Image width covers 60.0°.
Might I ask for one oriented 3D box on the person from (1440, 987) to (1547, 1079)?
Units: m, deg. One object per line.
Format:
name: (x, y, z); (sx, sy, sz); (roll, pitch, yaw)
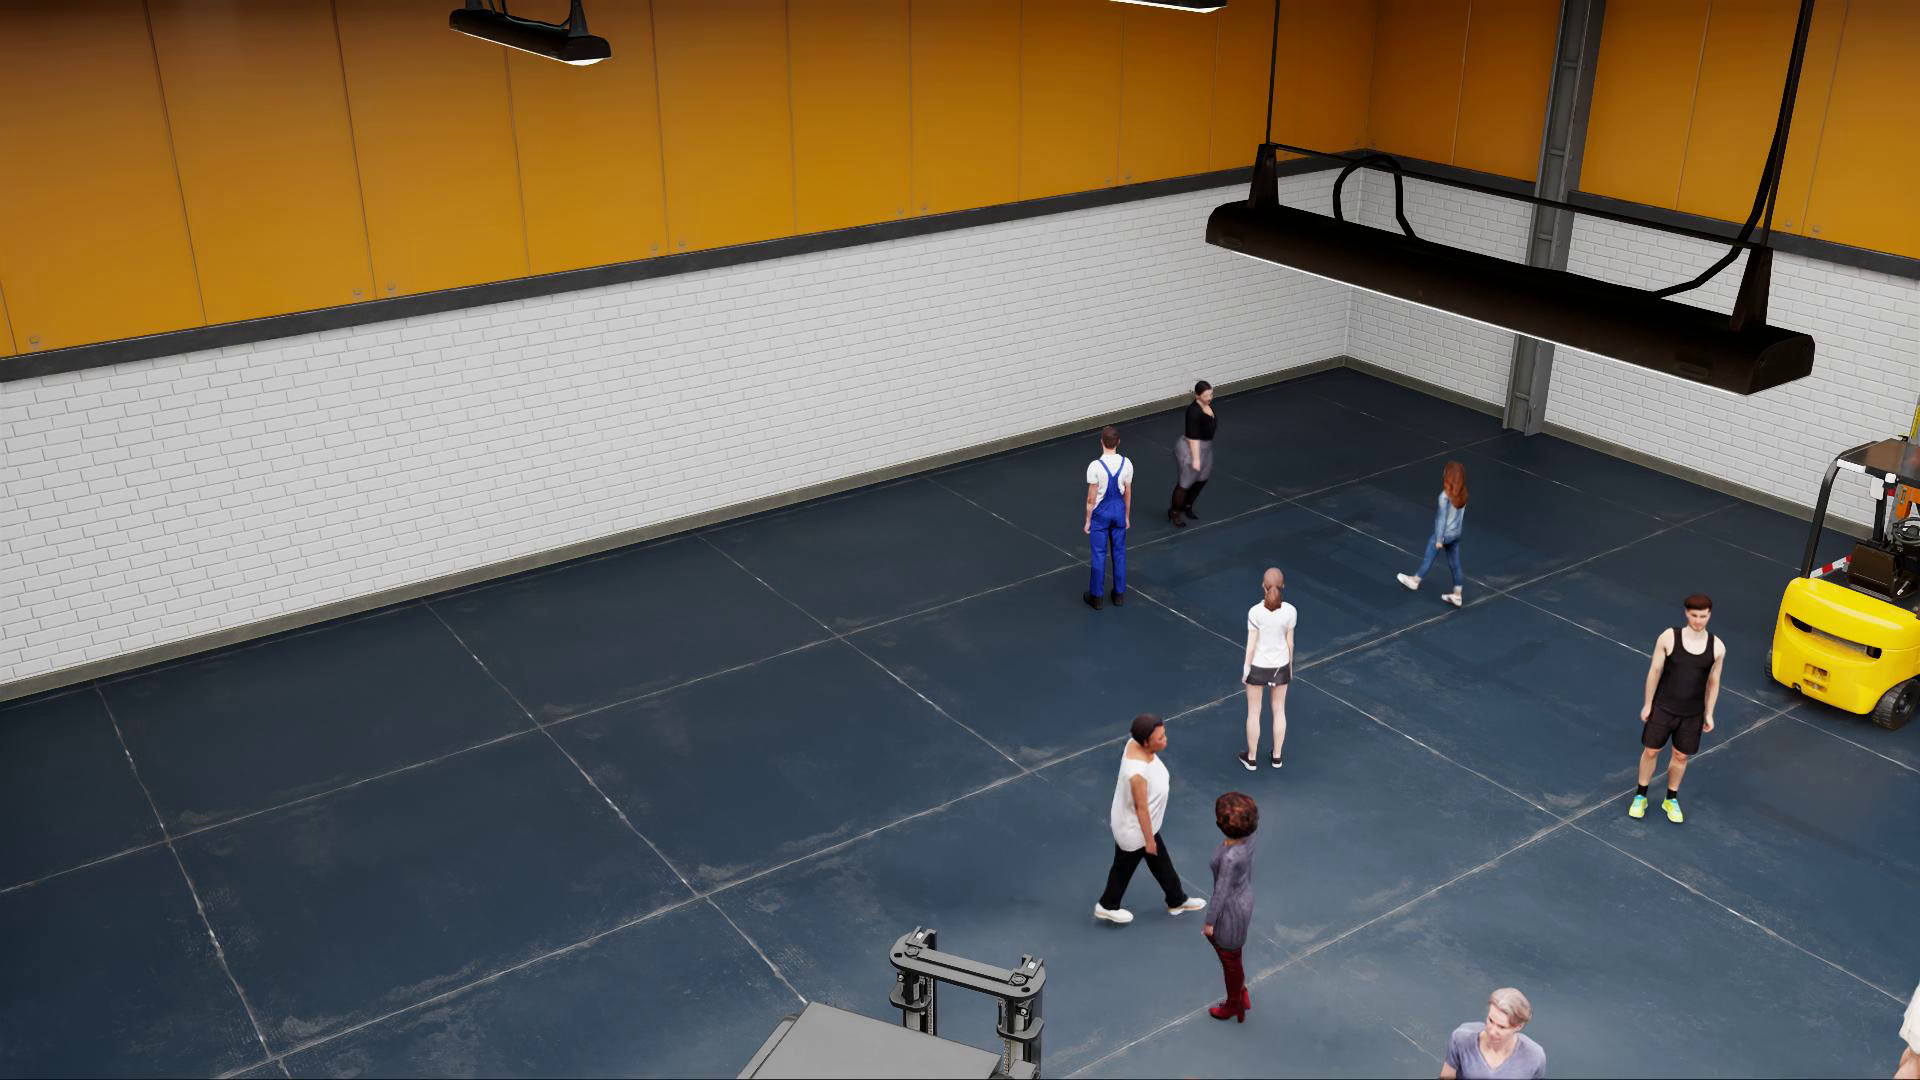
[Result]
person: (2.701, 3.085, 8.610); (0.723, 1.883, 0.819); (9, 25, 19)

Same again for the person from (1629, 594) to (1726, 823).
person: (5.506, 1.269, 12.751); (0.748, 1.892, 0.832); (6, 24, 14)

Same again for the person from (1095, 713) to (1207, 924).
person: (1.169, 1.947, 11.499); (1.103, 1.652, 1.046); (4, 24, 9)

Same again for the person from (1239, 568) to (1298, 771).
person: (2.487, 1.045, 13.440); (0.654, 1.752, 0.685); (-2, 24, -5)

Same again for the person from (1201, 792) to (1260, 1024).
person: (1.795, 2.364, 10.490); (0.741, 1.698, 0.720); (11, 26, 24)

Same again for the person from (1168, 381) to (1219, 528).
person: (2.470, -0.933, 18.008); (0.880, 1.716, 0.833); (7, 25, 15)

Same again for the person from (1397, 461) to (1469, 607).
person: (4.836, -0.034, 16.285); (0.633, 1.450, 0.929); (-18, 30, -36)

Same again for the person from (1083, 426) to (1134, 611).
person: (1.440, -0.226, 16.223); (0.699, 1.850, 0.676); (-7, 24, -15)
